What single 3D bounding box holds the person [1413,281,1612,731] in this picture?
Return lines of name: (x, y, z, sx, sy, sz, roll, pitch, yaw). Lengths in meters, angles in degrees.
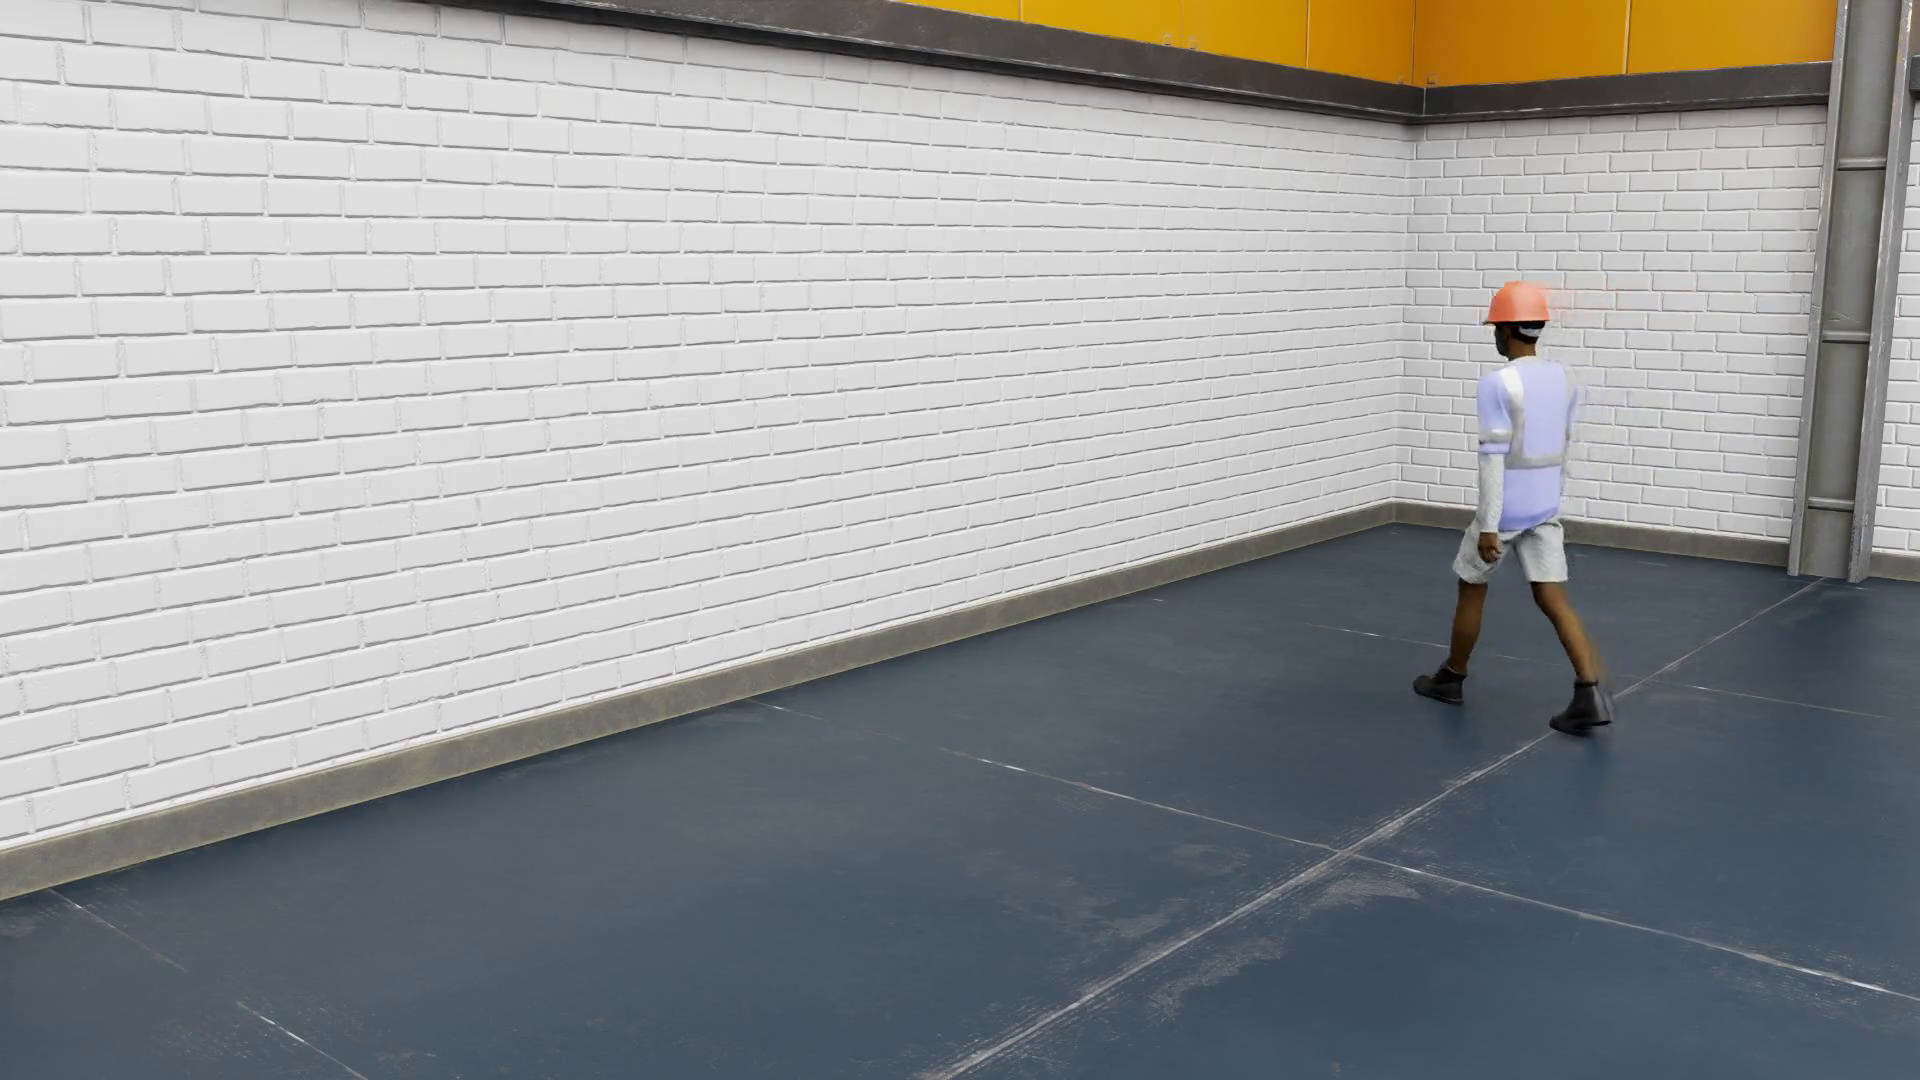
person: (2.404, -0.147, 7.060, 0.564, 1.894, 0.998, -5, 11, -28)
